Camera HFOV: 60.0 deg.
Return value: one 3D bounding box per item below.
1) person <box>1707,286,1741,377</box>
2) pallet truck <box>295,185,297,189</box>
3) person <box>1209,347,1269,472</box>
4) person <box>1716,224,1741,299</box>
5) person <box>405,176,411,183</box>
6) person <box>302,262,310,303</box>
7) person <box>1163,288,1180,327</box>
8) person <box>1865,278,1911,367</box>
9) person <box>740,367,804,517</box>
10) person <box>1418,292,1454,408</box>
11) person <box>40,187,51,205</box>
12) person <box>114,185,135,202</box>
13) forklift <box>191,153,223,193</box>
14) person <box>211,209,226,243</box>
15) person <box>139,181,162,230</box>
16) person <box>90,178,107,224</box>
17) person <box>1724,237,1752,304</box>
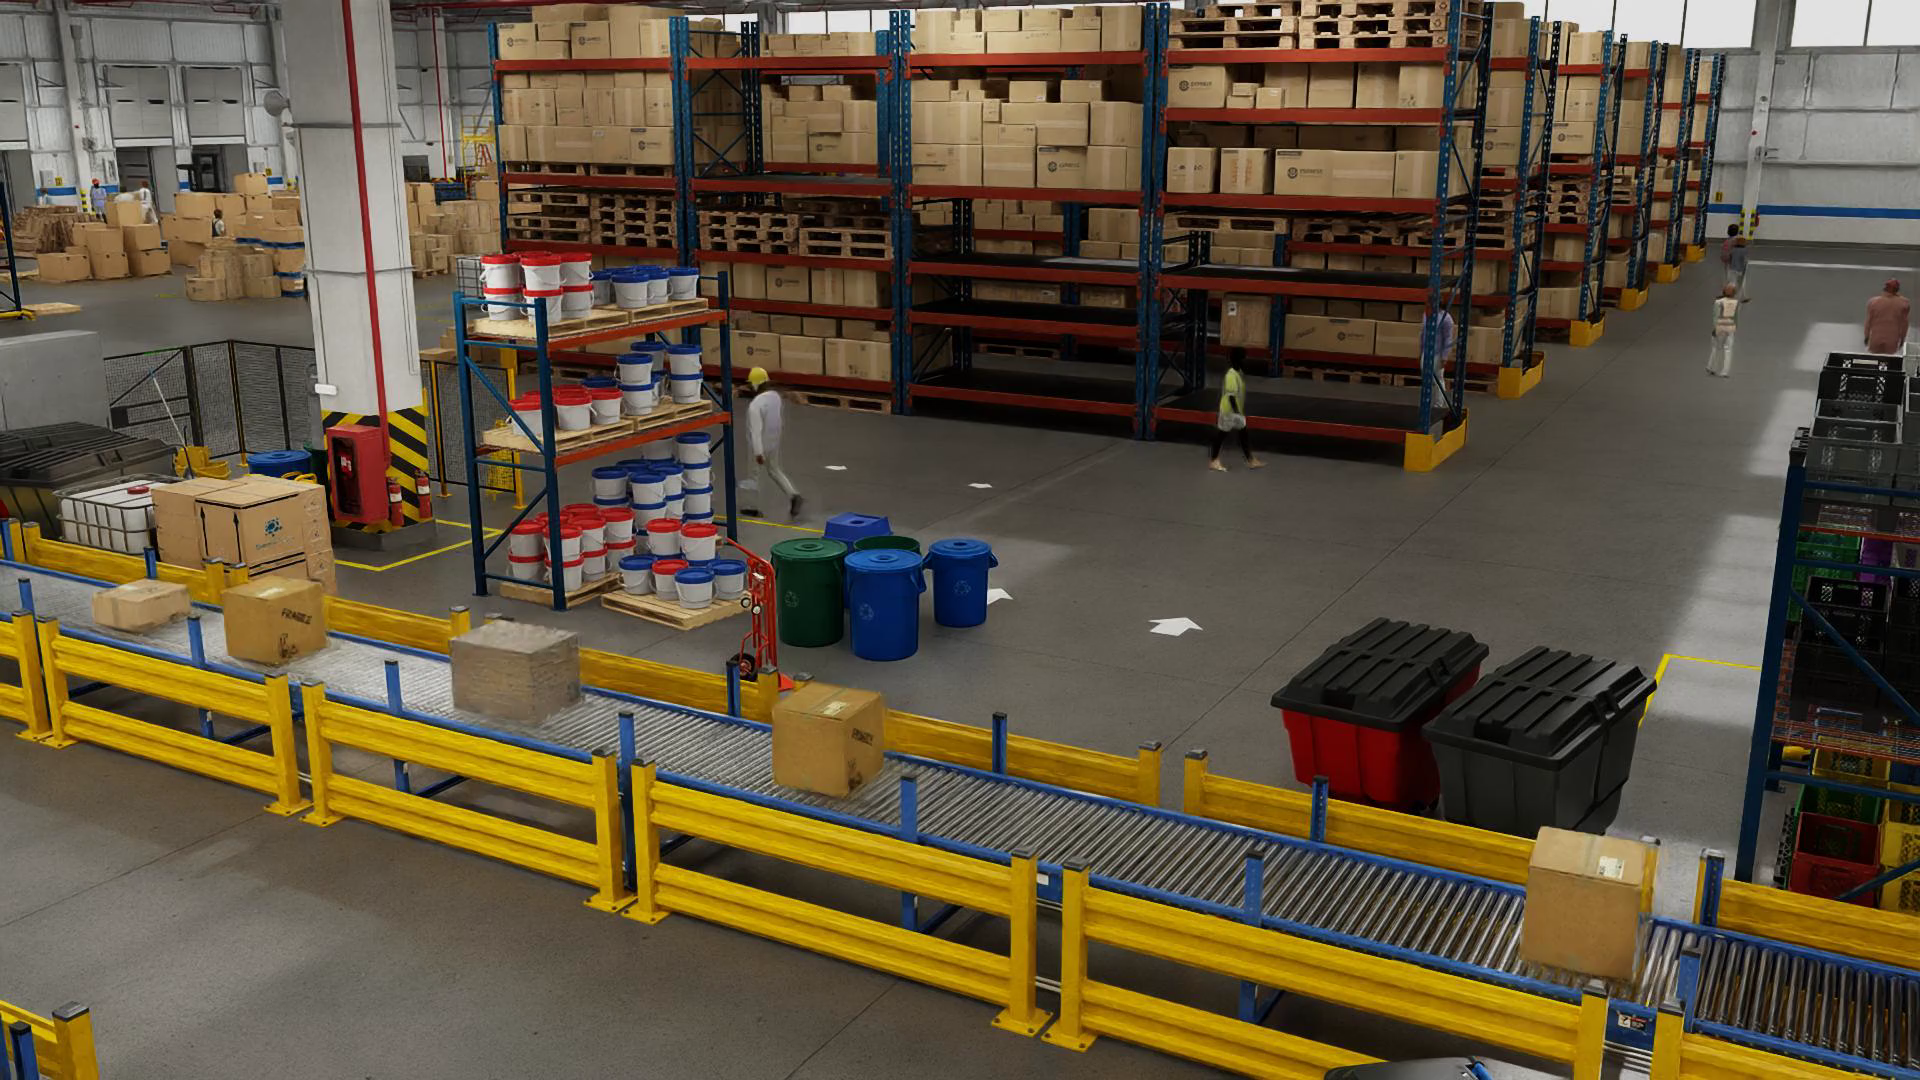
[{"bbox_3d":[13.567,-3.713,29.522,0.526,1.578,0.835,1,15,3],"label":"person"},{"bbox_3d":[-26.804,-14.617,69.738,1.885,1.965,0.823,-14,20,-42],"label":"pallet truck"},{"bbox_3d":[3.669,-1.694,21.800,0.831,1.655,0.550,7,16,23],"label":"person"},{"bbox_3d":[18.769,-6.774,40.553,0.429,1.842,0.636,2,15,7],"label":"person"},{"bbox_3d":[-21.084,-13.049,64.016,0.868,1.917,0.631,-11,19,-36],"label":"person"},{"bbox_3d":[-13.108,-5.125,34.207,0.633,1.908,1.014,2,15,9],"label":"person"},{"bbox_3d":[4.490,-5.467,35.518,0.639,1.909,0.409,-14,20,-42],"label":"person"},{"bbox_3d":[15.510,-3.424,27.855,0.639,1.895,0.496,10,18,33],"label":"person"},{"bbox_3d":[-2.226,-1.125,19.390,0.757,1.807,0.593,9,17,30],"label":"person"},{"bbox_3d":[7.291,-2.842,25.586,0.379,1.940,0.629,-7,16,-23],"label":"person"},{"bbox_3d":[-33.541,-12.115,61.047,0.544,1.623,0.363,14,21,43],"label":"person"},{"bbox_3d":[-28.379,-11.088,56.605,0.648,1.927,0.505,-8,17,-26],"label":"person"},{"bbox_3d":[-27.850,-12.924,61.683,1.873,2.768,1.129,8,17,28],"label":"forklift"},{"bbox_3d":[-20.406,-8.195,45.889,0.517,1.843,0.325,10,18,33],"label":"person"},{"bbox_3d":[-30.289,-12.442,61.899,0.578,1.835,0.993,10,18,33],"label":"person"},{"bbox_3d":[-31.741,-12.342,61.304,0.551,1.935,0.371,-2,15,-6],"label":"person"},{"bbox_3d":[18.560,-6.396,39.587,0.817,1.593,0.520,-8,17,-26],"label":"person"}]
